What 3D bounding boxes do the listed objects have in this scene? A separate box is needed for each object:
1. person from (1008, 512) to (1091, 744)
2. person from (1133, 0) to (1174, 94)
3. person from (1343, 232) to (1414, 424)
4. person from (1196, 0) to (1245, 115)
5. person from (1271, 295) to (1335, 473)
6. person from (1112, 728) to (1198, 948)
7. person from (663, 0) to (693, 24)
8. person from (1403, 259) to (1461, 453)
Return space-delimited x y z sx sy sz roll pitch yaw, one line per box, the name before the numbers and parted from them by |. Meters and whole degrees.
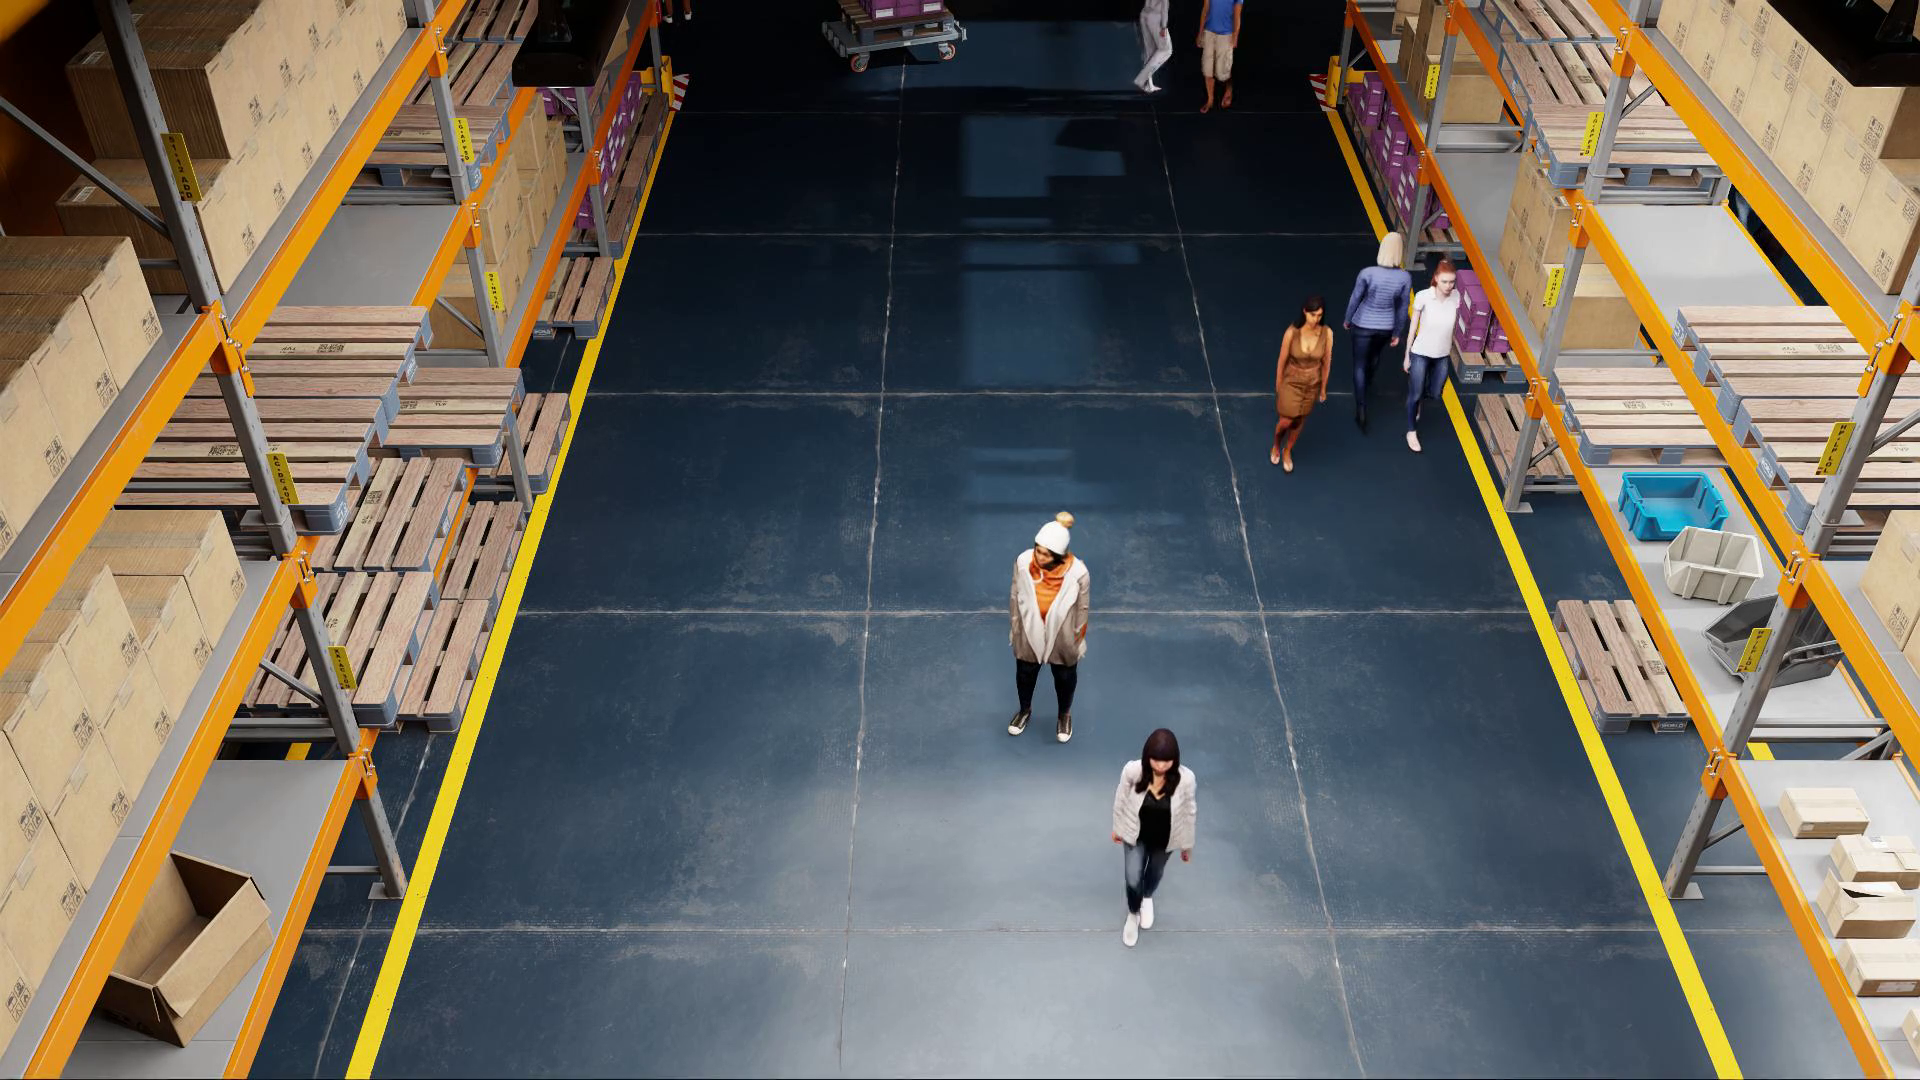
person | 0.603 0.567 11.128 0.754 1.894 0.737 8 39 10
person | 2.210 -6.082 19.559 0.831 1.764 0.786 -21 43 -24
person | 3.543 -1.790 14.226 0.660 1.712 1.080 1 39 1
person | 3.033 -5.874 19.234 0.808 1.843 0.875 21 43 24
person | 2.784 -1.313 13.657 0.569 1.675 0.584 -2 39 -2
person | 1.151 1.679 9.947 0.653 1.631 0.658 3 39 3
person | -3.742 -7.607 21.417 0.759 1.828 0.723 -15 41 -18
person | 3.906 -1.592 13.966 0.588 1.727 0.801 -3 39 -3
